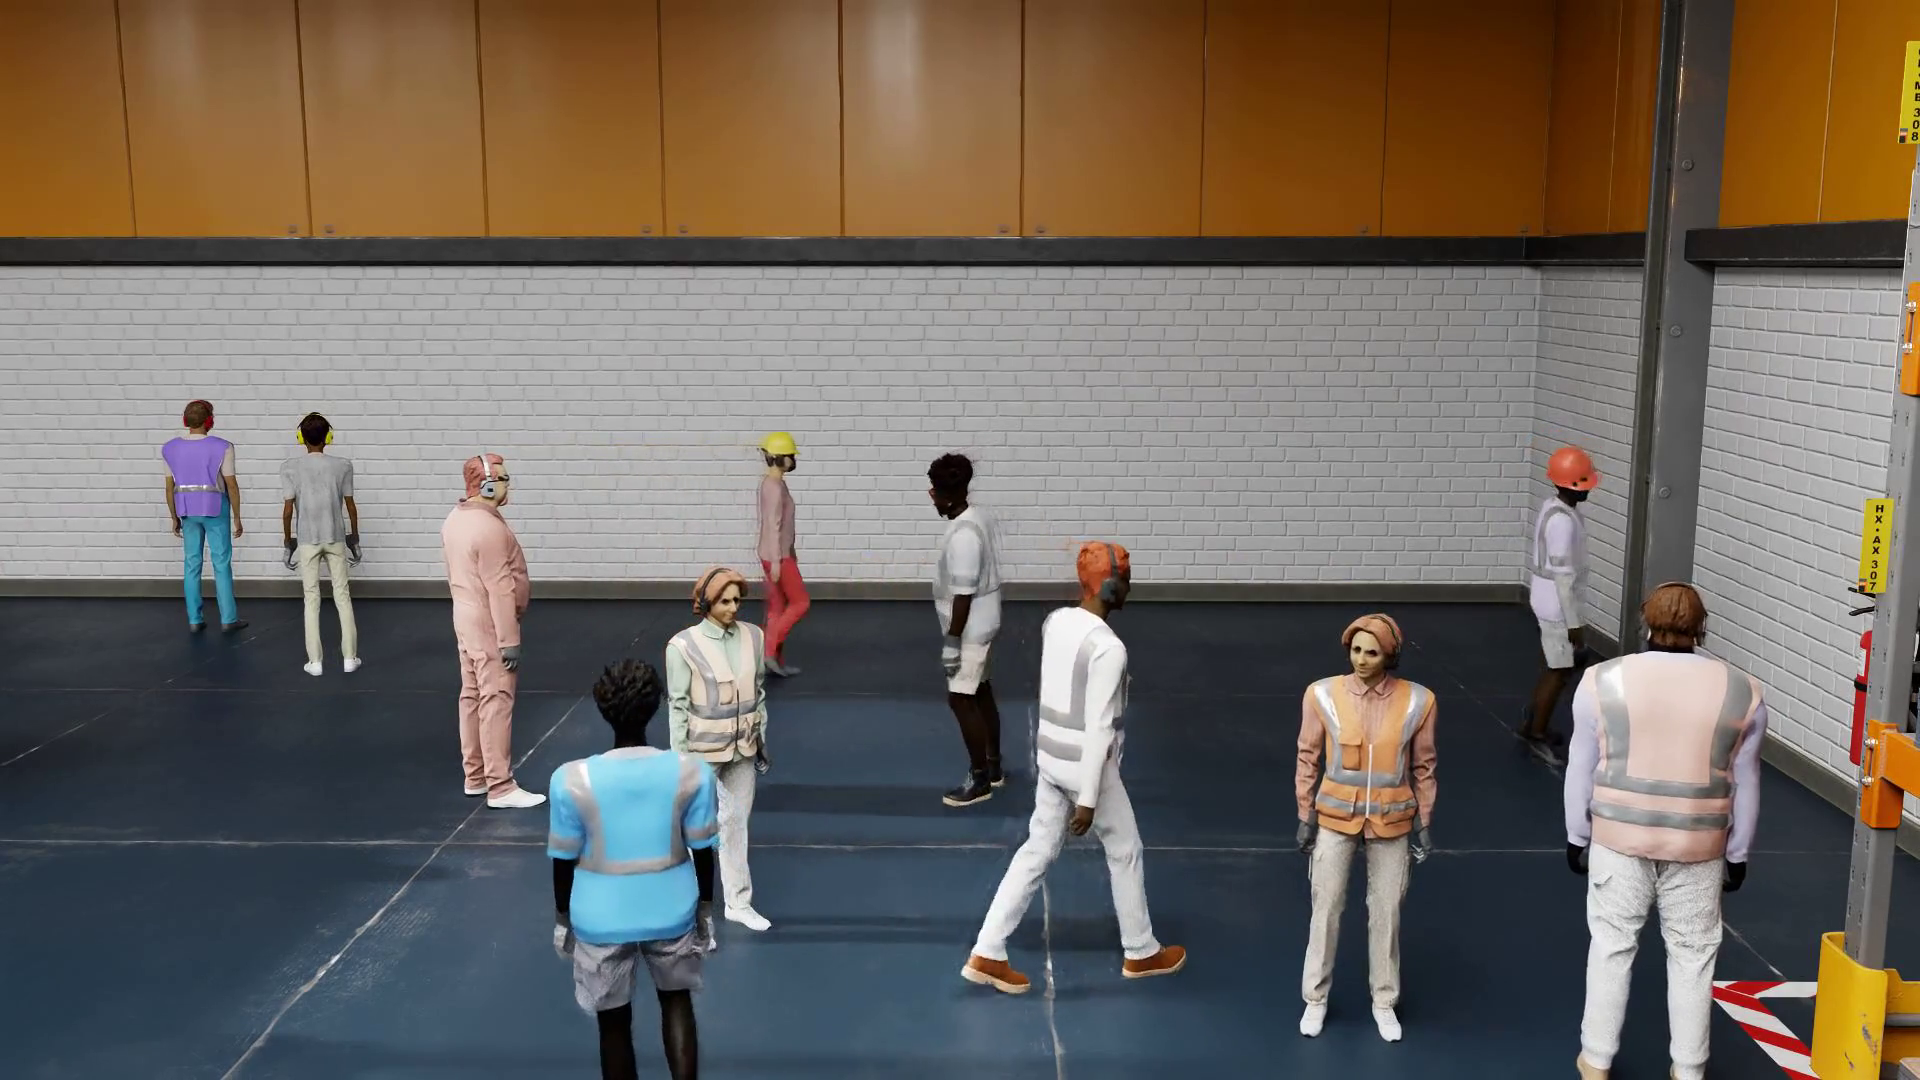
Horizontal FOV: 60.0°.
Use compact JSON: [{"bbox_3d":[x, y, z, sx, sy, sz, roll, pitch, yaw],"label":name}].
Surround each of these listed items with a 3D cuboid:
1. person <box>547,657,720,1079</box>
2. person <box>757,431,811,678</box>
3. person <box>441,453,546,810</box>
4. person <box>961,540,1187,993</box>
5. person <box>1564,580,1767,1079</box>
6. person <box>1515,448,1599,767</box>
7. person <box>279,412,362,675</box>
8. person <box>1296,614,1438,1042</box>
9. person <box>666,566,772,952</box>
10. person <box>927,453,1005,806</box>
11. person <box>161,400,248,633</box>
[{"bbox_3d":[-1.035,1.208,5.306,0.537,1.688,0.395,-4,10,-21],"label":"person"},{"bbox_3d":[-1.250,0.112,11.670,0.340,1.756,0.529,-2,10,-12],"label":"person"},{"bbox_3d":[-2.512,0.486,8.958,0.406,1.911,0.637,-7,12,-37],"label":"person"},{"bbox_3d":[0.444,0.913,6.632,0.963,1.839,0.567,-5,11,-28],"label":"person"},{"bbox_3d":[2.437,1.050,5.818,0.629,1.836,0.429,3,10,17],"label":"person"},{"bbox_3d":[3.464,0.391,9.642,0.393,1.894,0.662,4,10,22],"label":"person"},{"bbox_3d":[-4.539,0.028,11.822,0.535,1.868,0.309,-4,10,-24],"label":"person"},{"bbox_3d":[1.518,1.075,6.245,0.516,1.636,0.314,2,10,10],"label":"person"},{"bbox_3d":[-1.035,0.922,7.158,0.307,1.638,0.511,9,13,43],"label":"person"},{"bbox_3d":[0.058,0.463,9.067,0.413,1.925,0.781,1,10,8],"label":"person"},{"bbox_3d":[-5.963,-0.179,13.125,0.565,1.846,0.389,0,9,-3],"label":"person"}]
